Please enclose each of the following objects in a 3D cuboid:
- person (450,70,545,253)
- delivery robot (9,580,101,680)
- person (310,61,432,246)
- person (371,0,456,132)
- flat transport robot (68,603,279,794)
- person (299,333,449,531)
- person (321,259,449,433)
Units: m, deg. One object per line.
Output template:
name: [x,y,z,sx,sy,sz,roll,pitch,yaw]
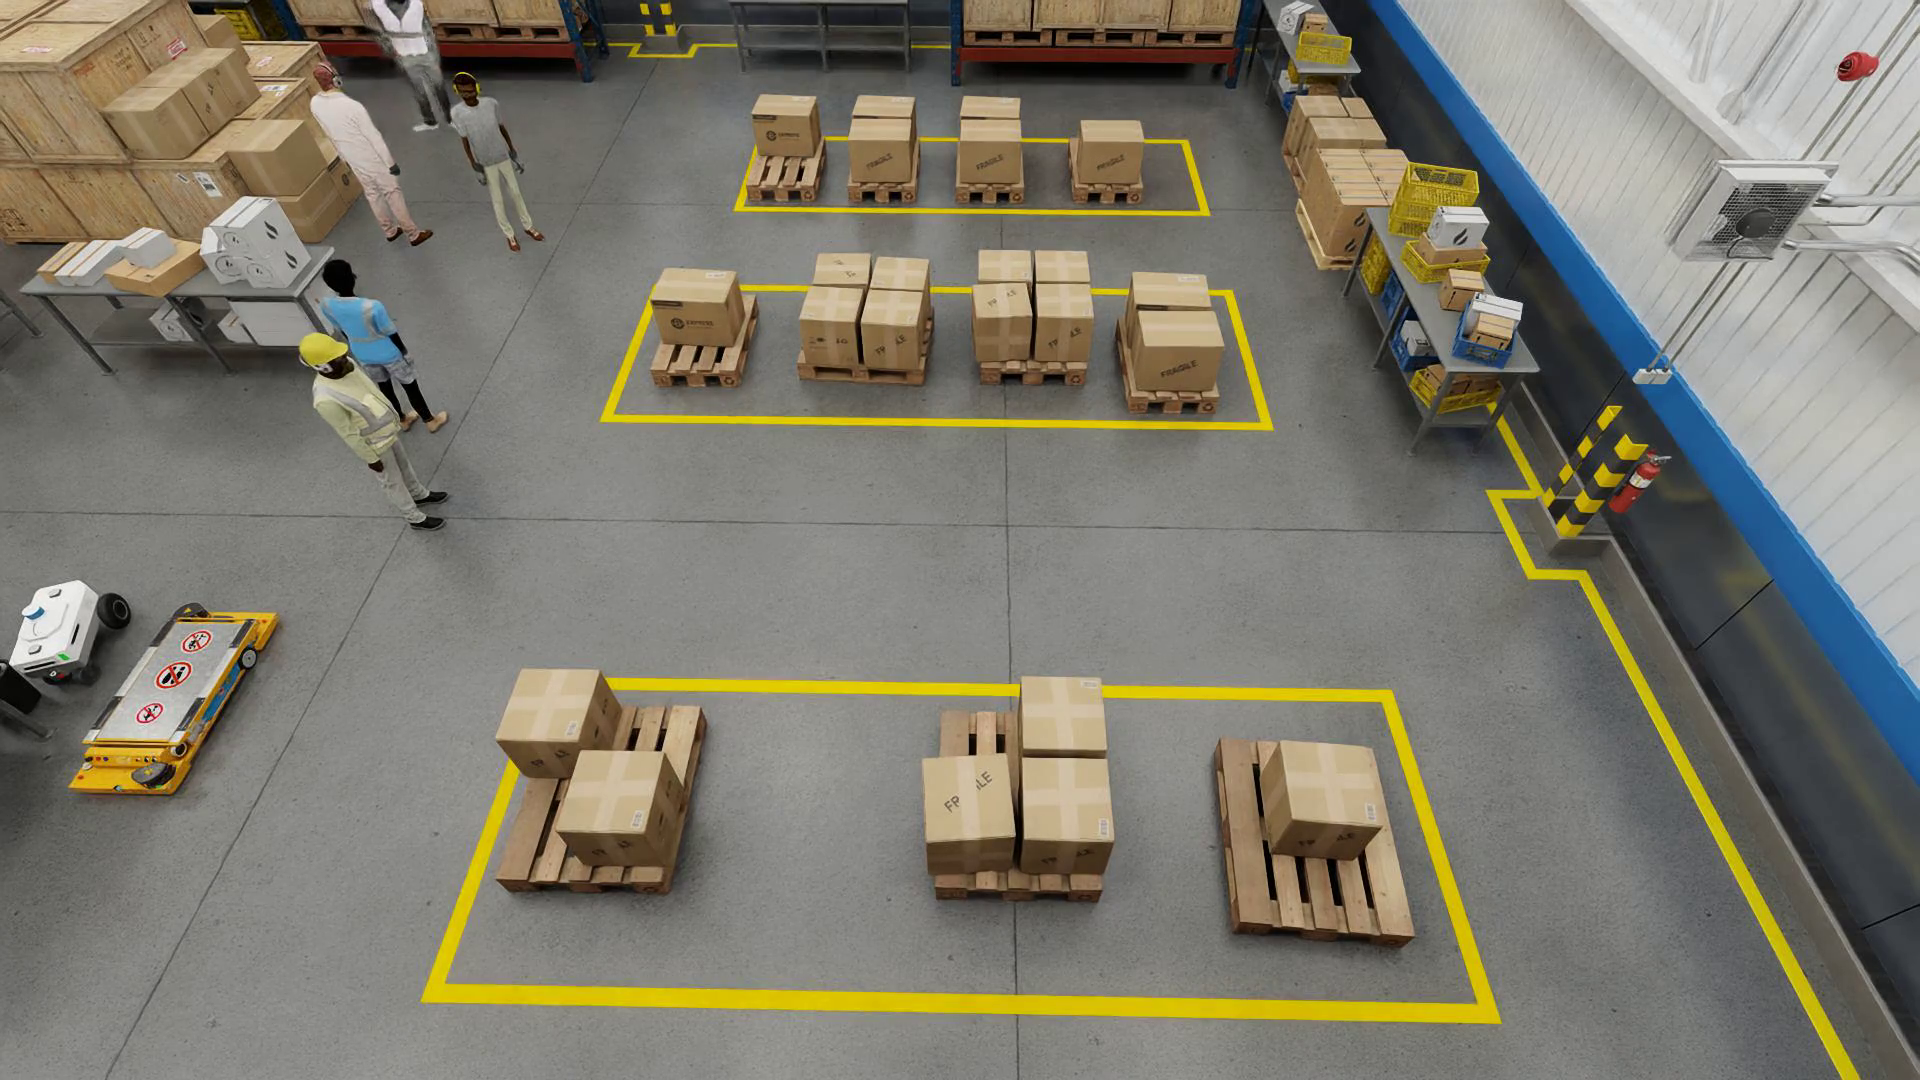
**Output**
person: [-4.900,-3.992,9.693,0.521,1.863,0.335,-35,58,-26]
delivery robot: [-6.473,0.641,6.563,0.477,0.478,0.707,-15,51,-12]
person: [-6.280,-4.065,9.732,0.646,1.900,0.401,15,51,12]
person: [-6.848,-6.035,11.417,0.751,1.878,0.384,-15,51,-12]
flat transport robot: [-5.504,1.072,6.442,0.652,0.197,1.431,1,50,1]
person: [-4.470,-0.814,7.019,0.404,1.837,0.595,-10,50,-8]
person: [-4.913,-1.597,7.777,0.527,1.690,0.318,5,50,4]
